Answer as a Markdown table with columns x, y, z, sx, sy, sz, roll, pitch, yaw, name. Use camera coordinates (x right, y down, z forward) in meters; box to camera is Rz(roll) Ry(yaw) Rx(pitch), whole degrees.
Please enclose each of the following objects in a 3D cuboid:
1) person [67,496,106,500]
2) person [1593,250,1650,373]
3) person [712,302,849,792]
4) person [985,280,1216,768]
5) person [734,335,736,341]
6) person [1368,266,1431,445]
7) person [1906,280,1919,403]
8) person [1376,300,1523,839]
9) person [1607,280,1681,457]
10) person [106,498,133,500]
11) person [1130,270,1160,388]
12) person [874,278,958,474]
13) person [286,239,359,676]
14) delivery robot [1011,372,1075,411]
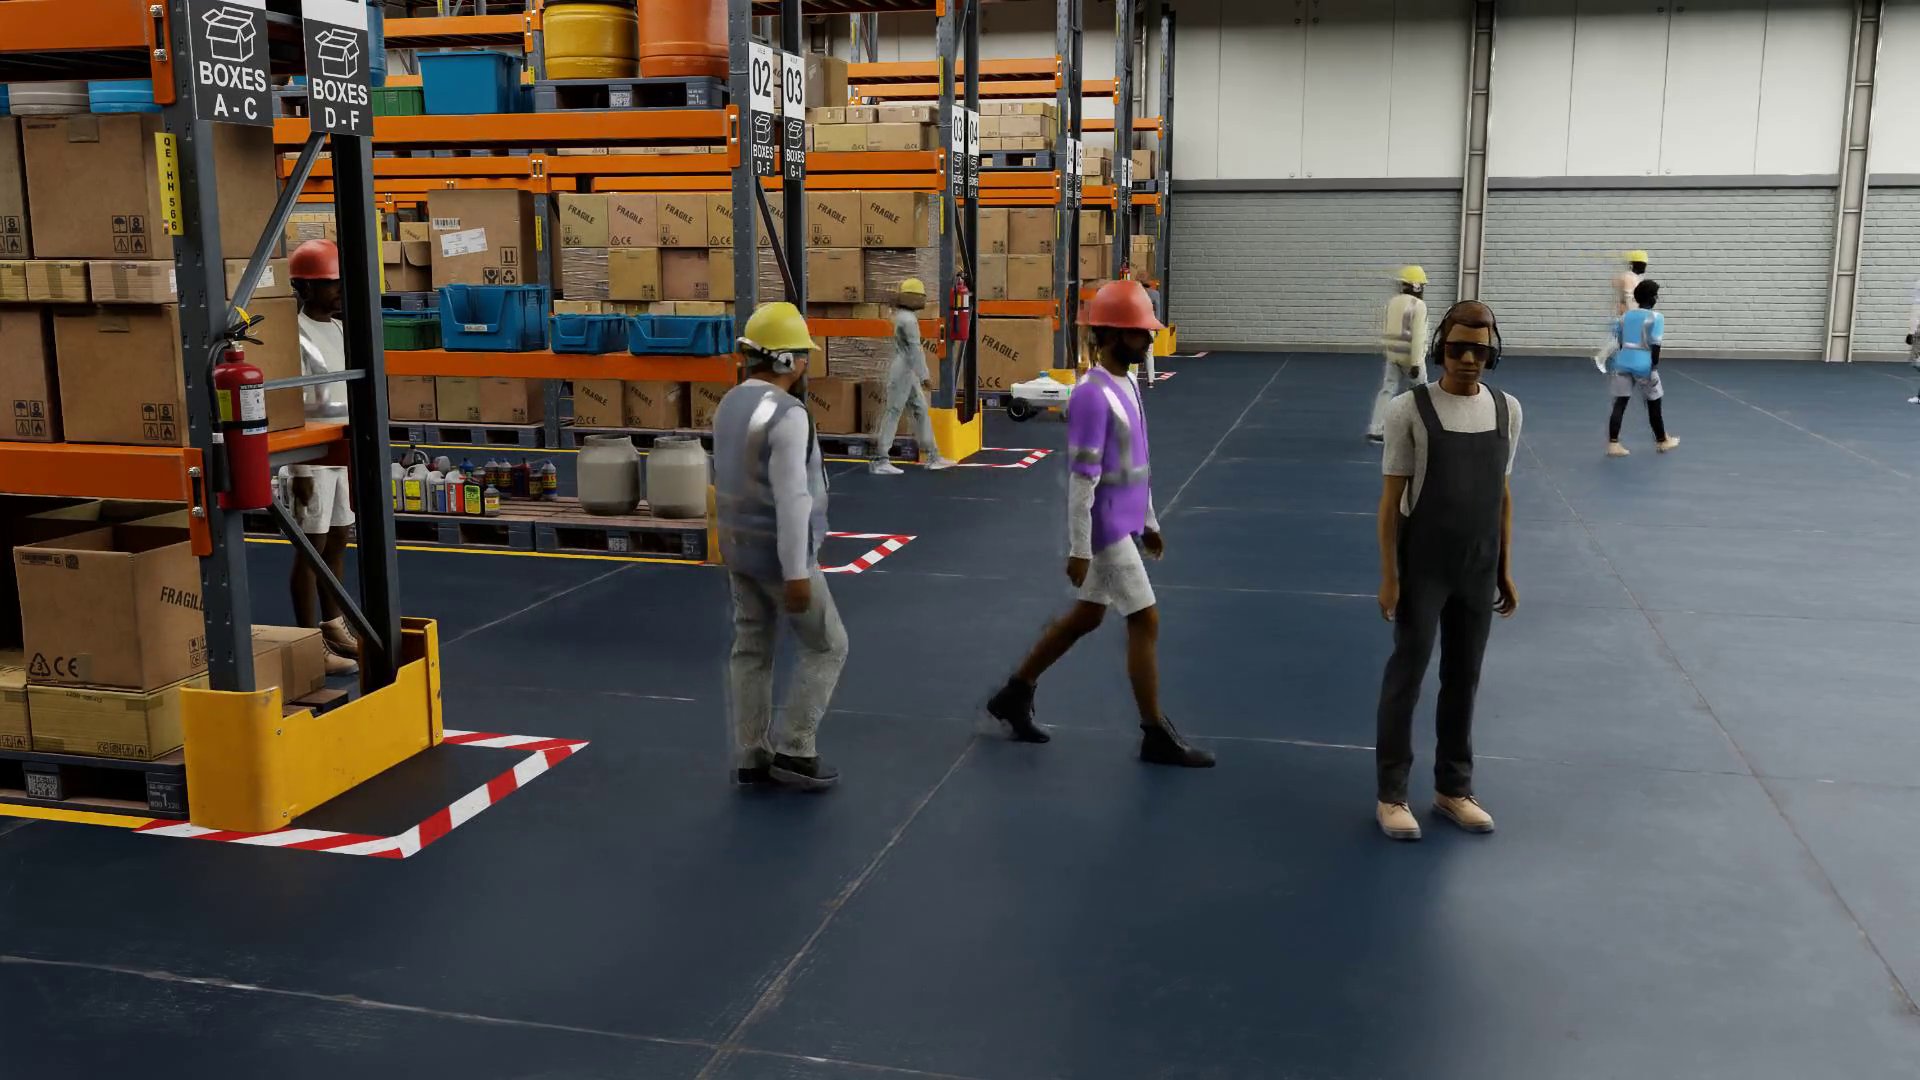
| x | y | z | sx | sy | sz | roll | pitch | yaw | name |
| --- | --- | --- | --- | --- | --- | --- | --- | --- | --- |
| -5.339 | -0.564 | 9.999 | 0.549 | 1.624 | 0.525 | 3 | 11 | 15 | person |
| 10.139 | -3.451 | 25.277 | 0.587 | 1.899 | 0.829 | -9 | 14 | -41 | person |
| -0.641 | 0.040 | 6.132 | 0.514 | 1.814 | 0.624 | -7 | 12 | -33 | person |
| 0.527 | -0.070 | 6.552 | 0.947 | 1.904 | 0.548 | 3 | 11 | 15 | person |
| -2.524 | -2.186 | 18.810 | 0.322 | 1.693 | 0.535 | 8 | 13 | 37 | person |
| 4.485 | -1.832 | 16.604 | 0.922 | 1.782 | 0.616 | -4 | 11 | -22 | person |
| 12.055 | -2.619 | 20.585 | 0.595 | 1.914 | 0.576 | -3 | 11 | -16 | person |
| 1.670 | 0.106 | 5.695 | 0.508 | 1.842 | 0.332 | -3 | 11 | -14 | person |
| 6.479 | -1.613 | 15.710 | 0.836 | 1.652 | 0.557 | -5 | 12 | -27 | person |
| -4.423 | -0.469 | 8.890 | 0.796 | 1.845 | 0.527 | 2 | 10 | 11 | person |
| 2.514 | -2.922 | 23.063 | 0.511 | 1.633 | 0.277 | 0 | 10 | 2 | person |
| -0.378 | -1.425 | 14.568 | 0.852 | 1.697 | 0.514 | -1 | 10 | -4 | person |
| -2.993 | -0.390 | 7.887 | 0.386 | 2.045 | 0.605 | 1 | 10 | 8 | person |
| 0.946 | -1.662 | 18.801 | 0.707 | 0.478 | 0.477 | 3 | 11 | 16 | delivery robot |
